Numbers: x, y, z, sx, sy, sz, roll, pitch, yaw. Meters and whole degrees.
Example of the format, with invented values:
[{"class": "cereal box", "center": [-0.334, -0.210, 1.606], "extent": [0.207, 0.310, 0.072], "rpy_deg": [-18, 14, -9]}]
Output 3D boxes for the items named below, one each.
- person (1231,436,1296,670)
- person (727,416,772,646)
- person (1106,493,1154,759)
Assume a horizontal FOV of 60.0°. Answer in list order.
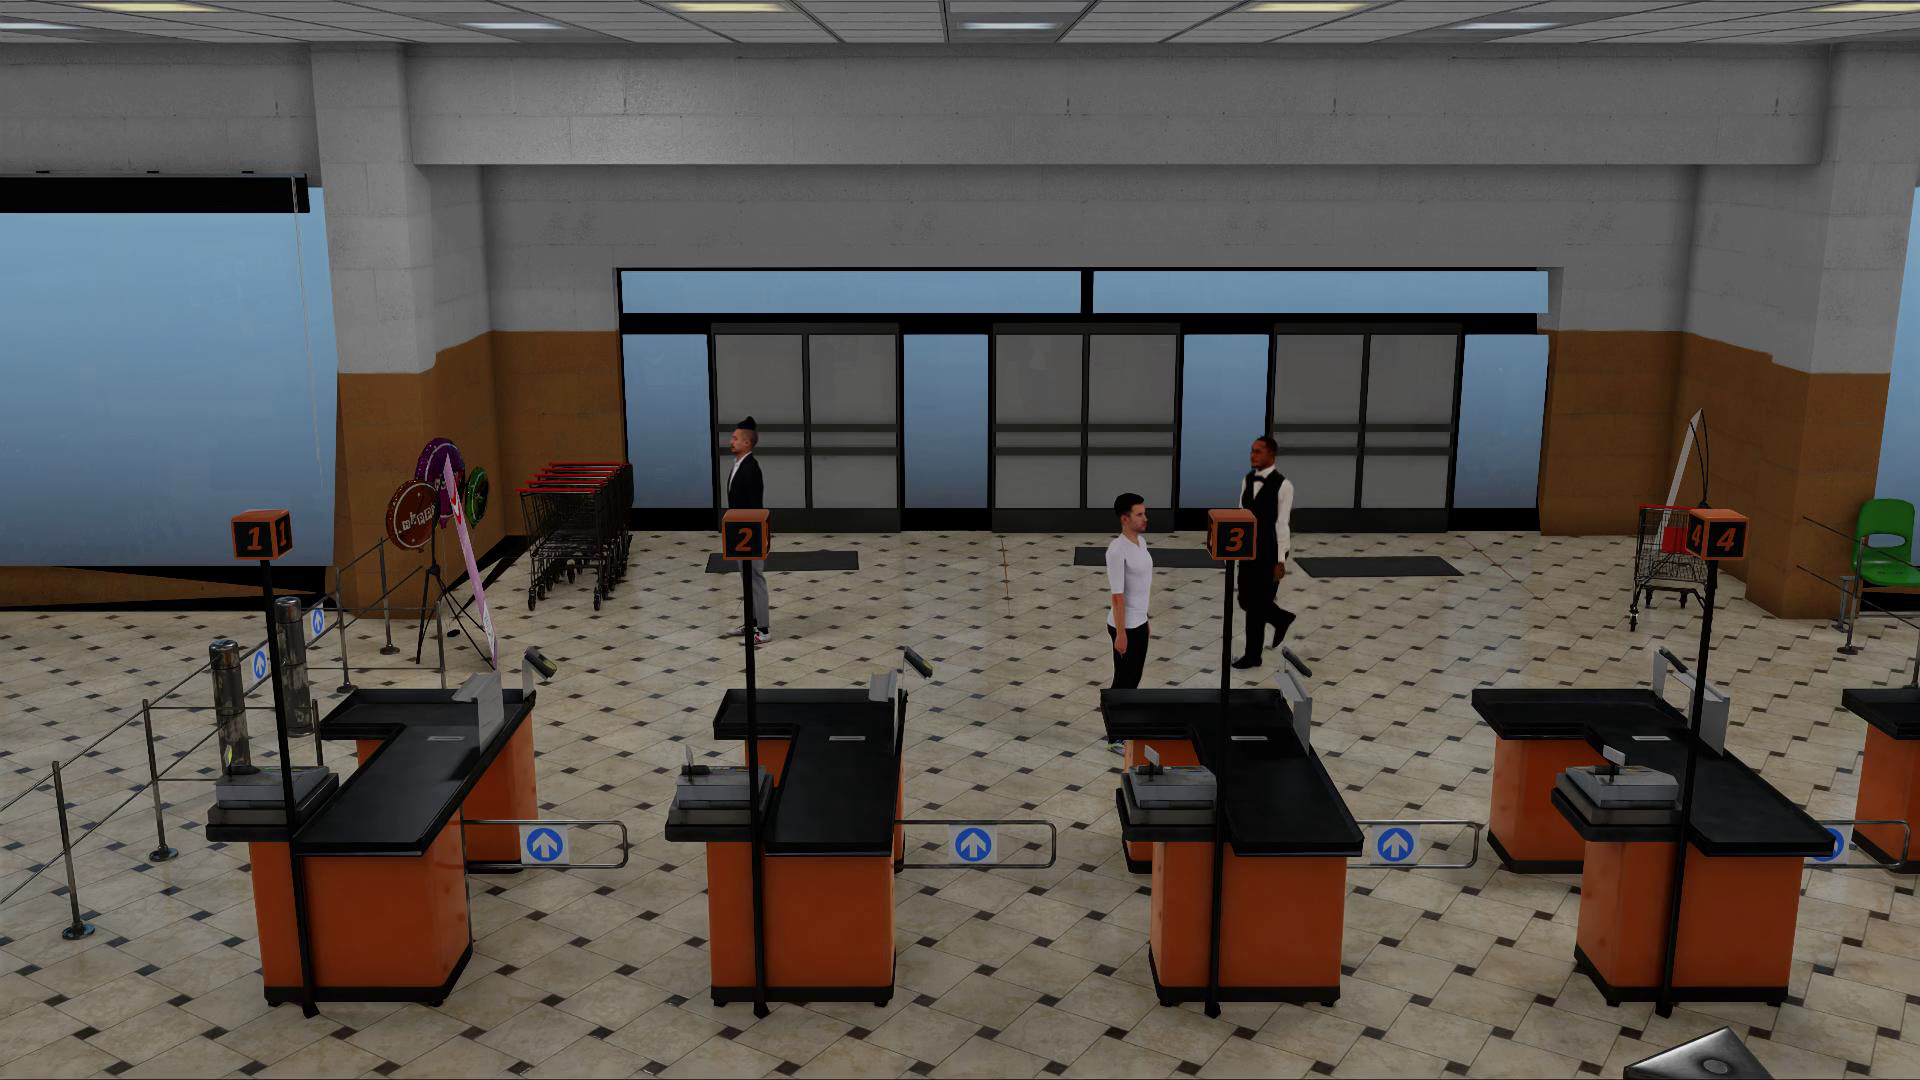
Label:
[{"class": "person", "center": [2.531, 0.099, 13.506], "extent": [1.077, 1.899, 1.075], "rpy_deg": [-10, 17, -34]}, {"class": "person", "center": [-1.792, -0.087, 14.168], "extent": [0.839, 1.949, 0.677], "rpy_deg": [-5, 15, -21]}, {"class": "person", "center": [1.181, 0.575, 11.642], "extent": [0.817, 1.852, 0.675], "rpy_deg": [7, 15, 26]}]
